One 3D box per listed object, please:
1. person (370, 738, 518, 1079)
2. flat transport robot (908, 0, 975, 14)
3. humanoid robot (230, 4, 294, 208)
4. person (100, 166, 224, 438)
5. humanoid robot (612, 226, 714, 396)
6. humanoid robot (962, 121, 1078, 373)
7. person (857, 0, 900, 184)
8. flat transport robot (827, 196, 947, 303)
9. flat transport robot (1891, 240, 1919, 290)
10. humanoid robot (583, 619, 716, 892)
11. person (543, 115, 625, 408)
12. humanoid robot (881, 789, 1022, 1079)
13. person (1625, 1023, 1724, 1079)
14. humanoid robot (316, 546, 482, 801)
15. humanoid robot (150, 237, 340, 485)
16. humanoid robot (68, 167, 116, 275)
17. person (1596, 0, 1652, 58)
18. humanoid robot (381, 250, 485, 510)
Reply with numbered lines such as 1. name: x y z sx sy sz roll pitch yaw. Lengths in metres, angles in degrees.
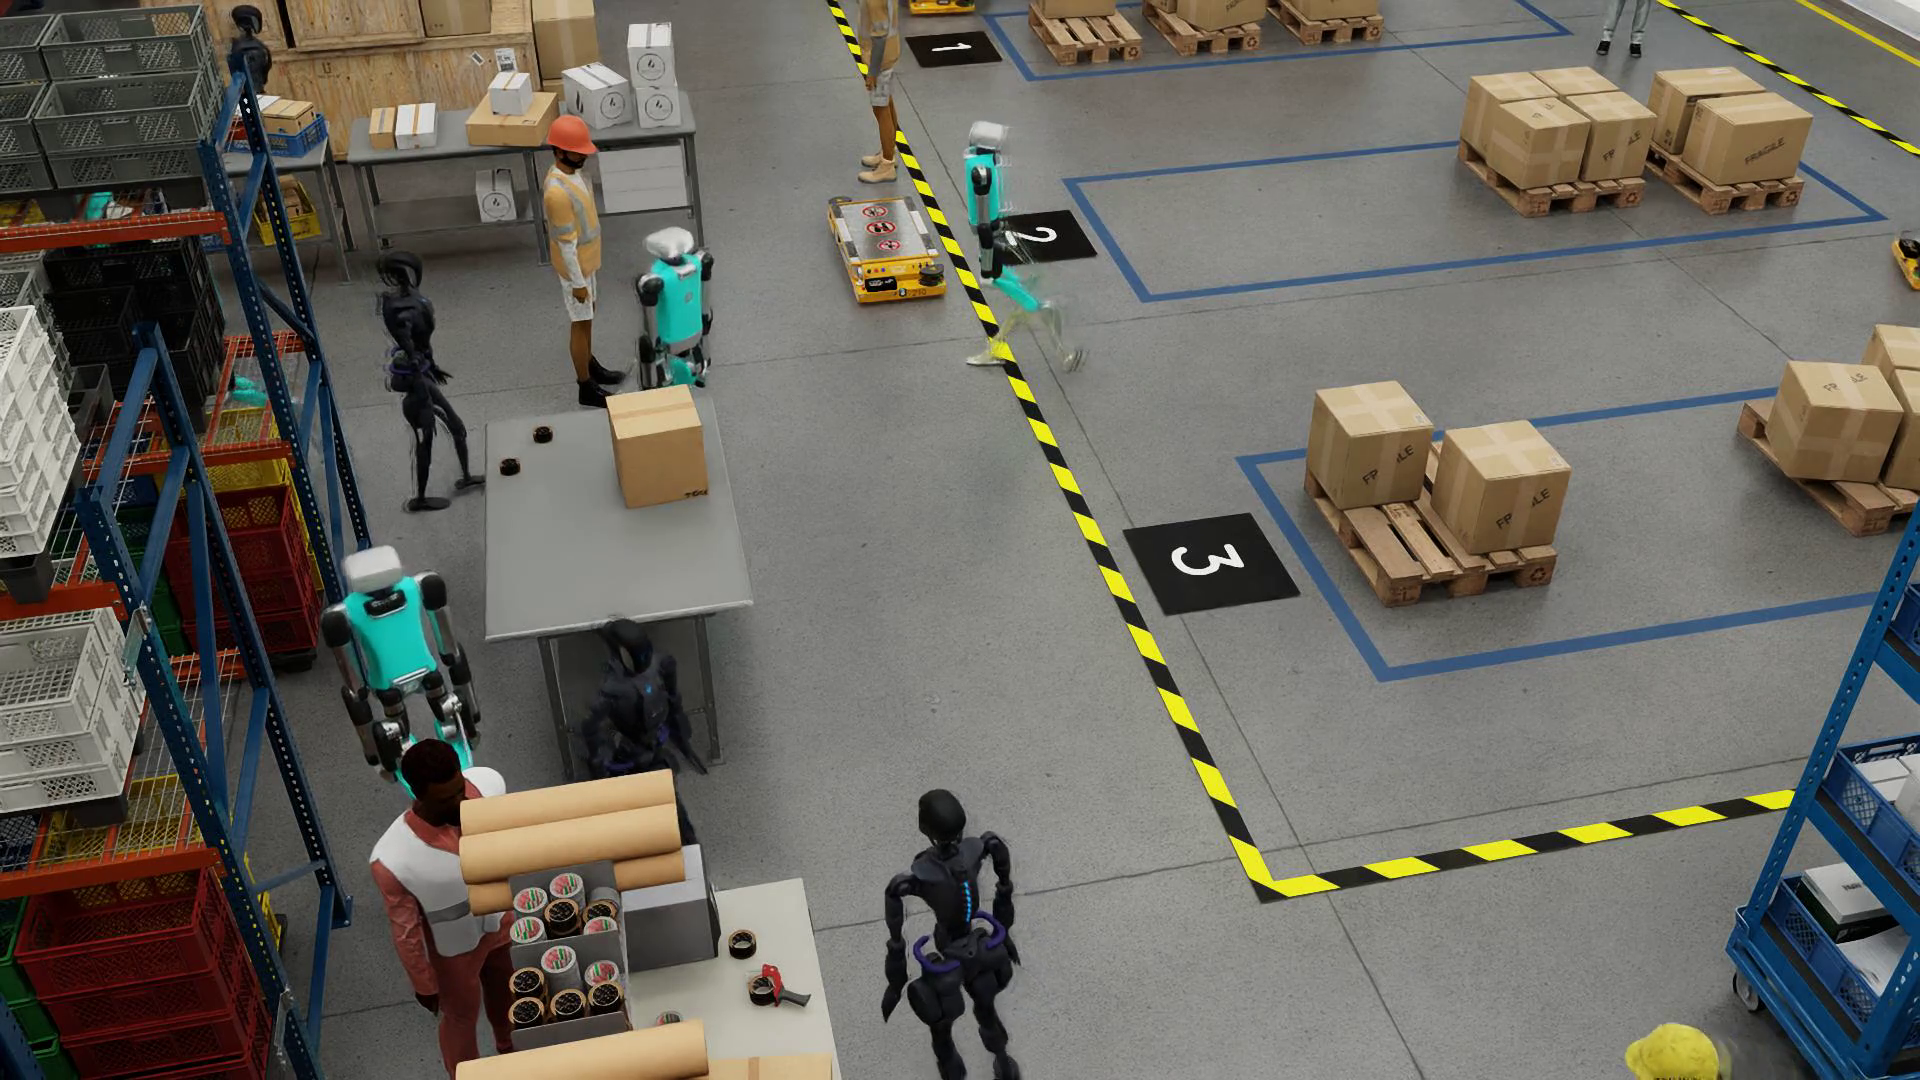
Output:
1. person: -1.847 1.452 6.222 0.371 1.916 0.596 19 41 23
2. flat transport robot: -0.268 -5.829 17.365 0.652 0.197 1.431 -5 37 -7
3. humanoid robot: -5.399 -3.312 12.832 0.372 1.642 0.611 -16 40 -21
4. person: -4.935 -1.472 10.224 0.503 1.839 0.337 24 43 29
5. humanoid robot: -1.839 -1.042 9.788 0.845 1.846 0.560 24 43 29
6. humanoid robot: 0.438 -1.845 10.858 0.857 1.842 0.547 -1 37 -1
7. person: -0.667 -3.849 13.245 0.374 2.041 0.606 3 37 3
8. flat transport robot: -0.570 -2.220 12.538 0.659 0.231 1.431 -8 37 -10
9. flat transport robot: 7.722 -2.018 12.243 1.431 0.197 0.652 6 37 8
10. humanoid robot: -1.367 0.982 7.087 0.771 1.624 0.600 22 42 27
11. person: -2.385 -1.757 10.527 0.371 1.928 0.542 -2 37 -3
12. humanoid robot: -0.006 1.600 6.233 0.585 1.641 0.397 -22 42 -26
13. person: 2.166 2.147 5.437 0.394 1.726 0.504 10 38 13
14. humanoid robot: -2.232 0.933 7.104 0.539 1.804 0.832 -23 42 -28
15. humanoid robot: -4.203 -1.054 9.789 0.903 1.838 0.542 -26 44 -30
16. humanoid robot: -5.754 -1.903 10.895 0.735 1.798 0.532 1 37 2
17. person: 6.392 -5.445 15.563 0.599 1.827 0.404 10 38 13
18. humanoid robot: -3.057 -0.911 9.602 0.614 1.638 0.590 -8 37 -11
